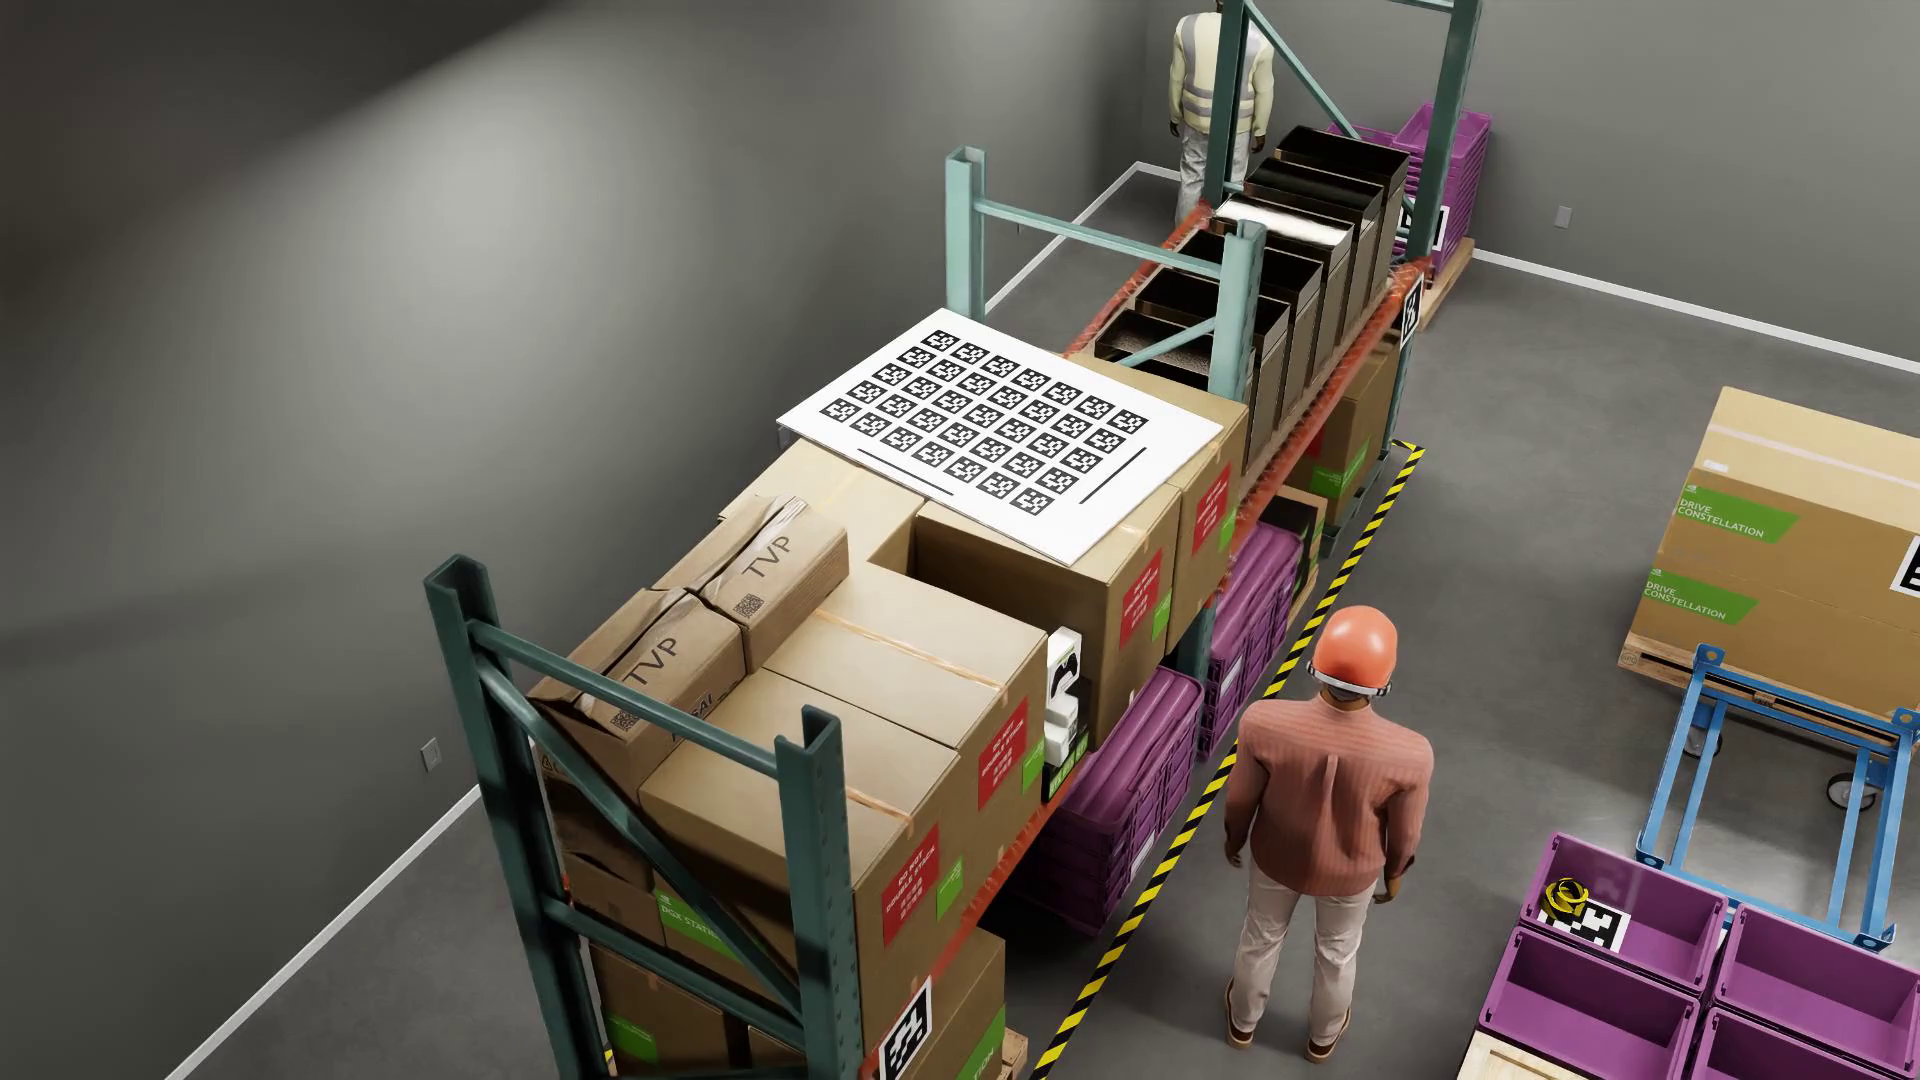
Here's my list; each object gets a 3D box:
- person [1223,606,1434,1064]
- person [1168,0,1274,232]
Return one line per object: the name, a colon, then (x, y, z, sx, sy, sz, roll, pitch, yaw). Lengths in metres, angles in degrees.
person: (1.149, 0.992, 5.371, 0.608, 1.995, 0.377, 10, 41, 12)
person: (1.497, -2.448, 9.595, 0.602, 1.830, 0.404, 15, 42, 17)
